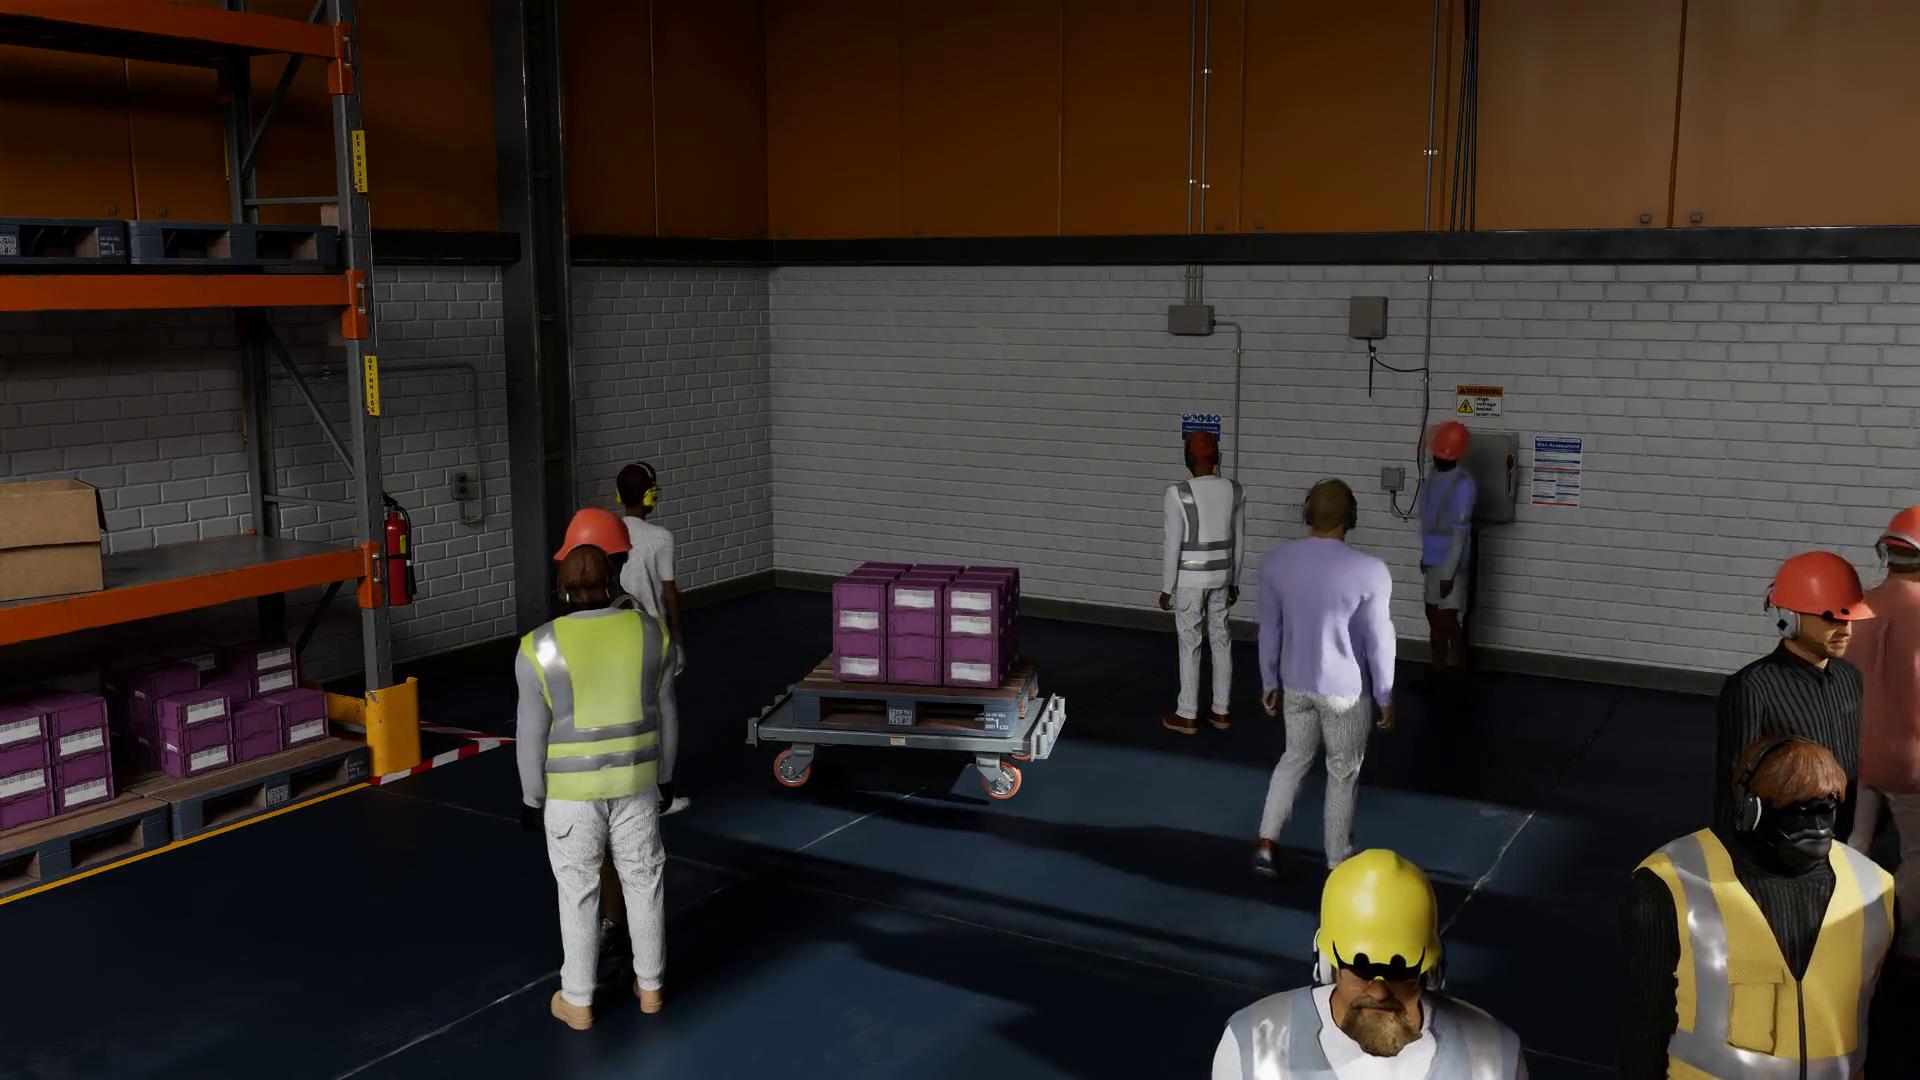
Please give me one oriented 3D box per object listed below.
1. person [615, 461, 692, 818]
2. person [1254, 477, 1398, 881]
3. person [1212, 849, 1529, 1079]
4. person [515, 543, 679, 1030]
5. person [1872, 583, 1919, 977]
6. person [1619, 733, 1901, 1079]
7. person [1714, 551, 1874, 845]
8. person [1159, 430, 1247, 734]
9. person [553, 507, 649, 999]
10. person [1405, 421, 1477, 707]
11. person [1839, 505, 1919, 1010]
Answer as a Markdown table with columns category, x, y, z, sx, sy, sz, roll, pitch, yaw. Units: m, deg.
| category | x | y | z | sx | sy | sz | roll | pitch | yaw |
| --- | --- | --- | --- | --- | --- | --- | --- | --- | --- |
| person | -1.676 | 0.523 | 8.708 | 0.532 | 1.865 | 0.308 | 3 | 10 | 19 |
| person | 1.667 | 0.671 | 7.577 | 0.650 | 1.927 | 0.606 | 8 | 12 | 41 |
| person | 0.740 | 1.443 | 3.062 | 0.599 | 1.830 | 0.404 | 0 | 9 | 3 |
| person | -1.368 | 0.924 | 6.294 | 0.619 | 1.839 | 0.430 | -5 | 10 | -27 |
| person | 3.637 | 0.853 | 6.582 | 0.915 | 1.889 | 0.659 | -1 | 9 | -4 |
| person | 1.809 | 1.330 | 3.784 | 0.618 | 1.836 | 0.430 | 0 | 9 | 2 |
| person | 2.610 | 1.015 | 5.227 | 0.625 | 1.992 | 0.389 | -5 | 10 | -29 |
| person | 1.492 | 0.258 | 10.294 | 0.574 | 1.886 | 0.356 | -4 | 10 | -24 |
| person | -1.399 | 0.828 | 6.573 | 0.358 | 1.938 | 0.542 | -6 | 11 | -34 |
| person | 3.196 | 0.148 | 10.997 | 0.375 | 1.889 | 0.660 | -1 | 9 | -5 |
| person | 3.521 | 0.856 | 6.328 | 0.590 | 1.968 | 0.666 | -7 | 12 | -38 |
